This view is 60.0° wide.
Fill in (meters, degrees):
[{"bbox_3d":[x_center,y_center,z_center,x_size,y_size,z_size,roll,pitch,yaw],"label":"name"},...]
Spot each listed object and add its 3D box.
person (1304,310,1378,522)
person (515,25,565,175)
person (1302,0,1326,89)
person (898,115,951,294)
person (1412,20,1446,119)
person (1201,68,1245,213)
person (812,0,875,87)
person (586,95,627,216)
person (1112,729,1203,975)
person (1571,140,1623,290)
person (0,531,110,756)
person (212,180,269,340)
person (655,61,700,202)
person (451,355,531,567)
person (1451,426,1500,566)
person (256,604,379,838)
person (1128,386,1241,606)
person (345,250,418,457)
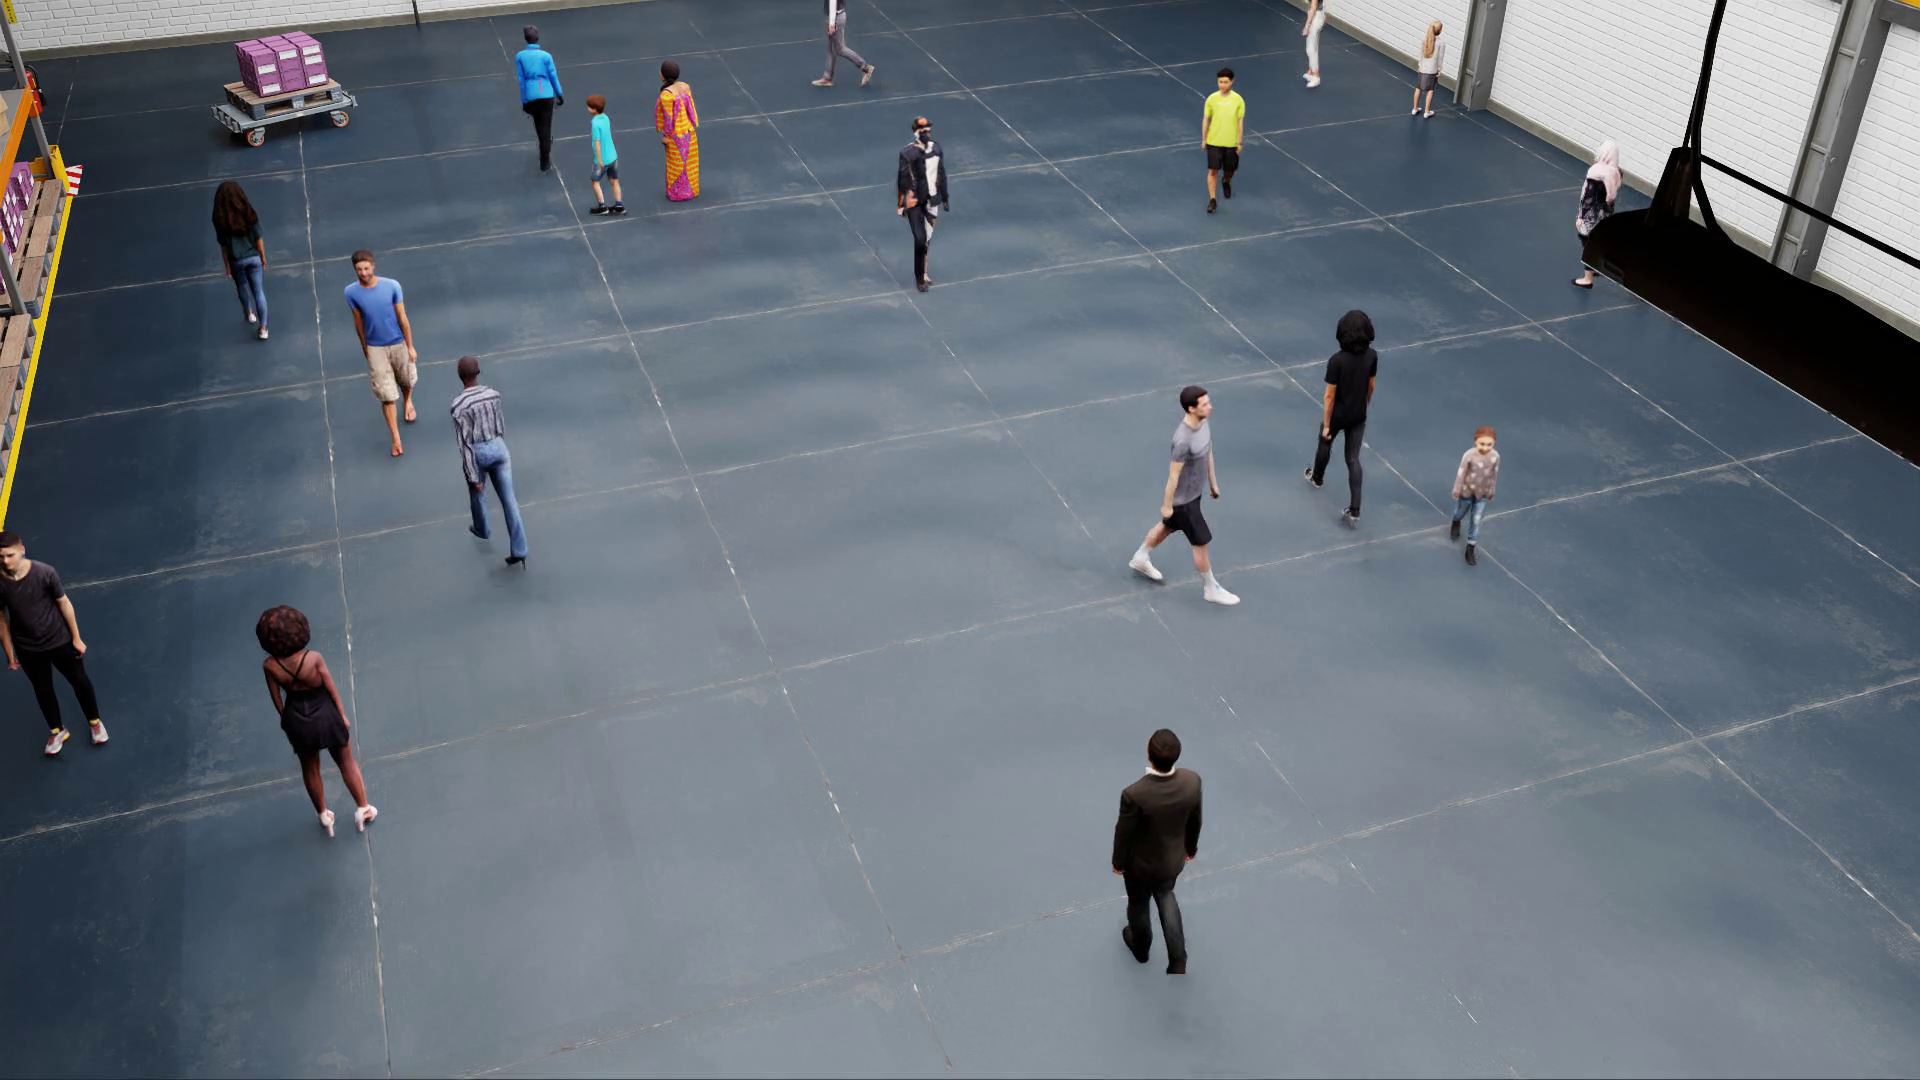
[{"bbox_3d":[3.253,-0.999,13.851,0.761,1.791,1.188,-7,34,-10],"label":"person"},{"bbox_3d":[-5.208,-5.388,20.484,0.928,1.758,1.177,3,34,4],"label":"person"},{"bbox_3d":[5.009,-7.270,23.384,0.866,1.682,0.782,21,39,28],"label":"person"},{"bbox_3d":[-0.448,-3.621,17.713,0.774,1.881,0.779,-18,38,-25],"label":"person"},{"bbox_3d":[6.303,-6.348,22.364,0.579,1.275,0.653,23,40,30],"label":"person"},{"bbox_3d":[3.088,-4.721,19.539,0.844,1.692,0.938,6,34,9],"label":"person"},{"bbox_3d":[-1.638,-7.242,23.135,0.989,1.910,1.156,1,34,1],"label":"person"},{"bbox_3d":[-4.086,-4.485,19.417,0.732,1.435,0.675,11,35,16],"label":"person"},{"bbox_3d":[1.145,1.860,9.553,0.675,1.787,0.842,-11,35,-16],"label":"person"},{"bbox_3d":[6.824,-3.412,17.632,0.735,1.623,0.777,-28,43,-35],"label":"person"},{"bbox_3d":[-6.247,0.681,11.349,0.636,1.762,0.508,-12,35,-17],"label":"person"},{"bbox_3d":[-7.176,-2.784,16.714,0.642,1.594,0.914,-15,37,-22],"label":"person"},{"bbox_3d":[-3.399,-4.911,19.831,0.839,1.686,0.779,14,36,20],"label":"person"},{"bbox_3d":[-3.716,-0.557,13.239,1.161,1.732,0.964,22,39,29],"label":"person"},{"bbox_3d":[4.181,-0.426,13.542,0.711,1.179,0.889,4,34,5],"label":"person"},{"bbox_3d":[-4.114,1.188,10.564,0.632,1.787,0.605,-5,34,-7],"label":"person"},{"bbox_3d":[1.660,-0.388,12.895,1.275,1.832,1.175,17,37,24],"label":"person"},{"bbox_3d":[-5.166,-1.791,15.009,0.633,1.827,1.185,-11,35,-16],"label":"person"}]
